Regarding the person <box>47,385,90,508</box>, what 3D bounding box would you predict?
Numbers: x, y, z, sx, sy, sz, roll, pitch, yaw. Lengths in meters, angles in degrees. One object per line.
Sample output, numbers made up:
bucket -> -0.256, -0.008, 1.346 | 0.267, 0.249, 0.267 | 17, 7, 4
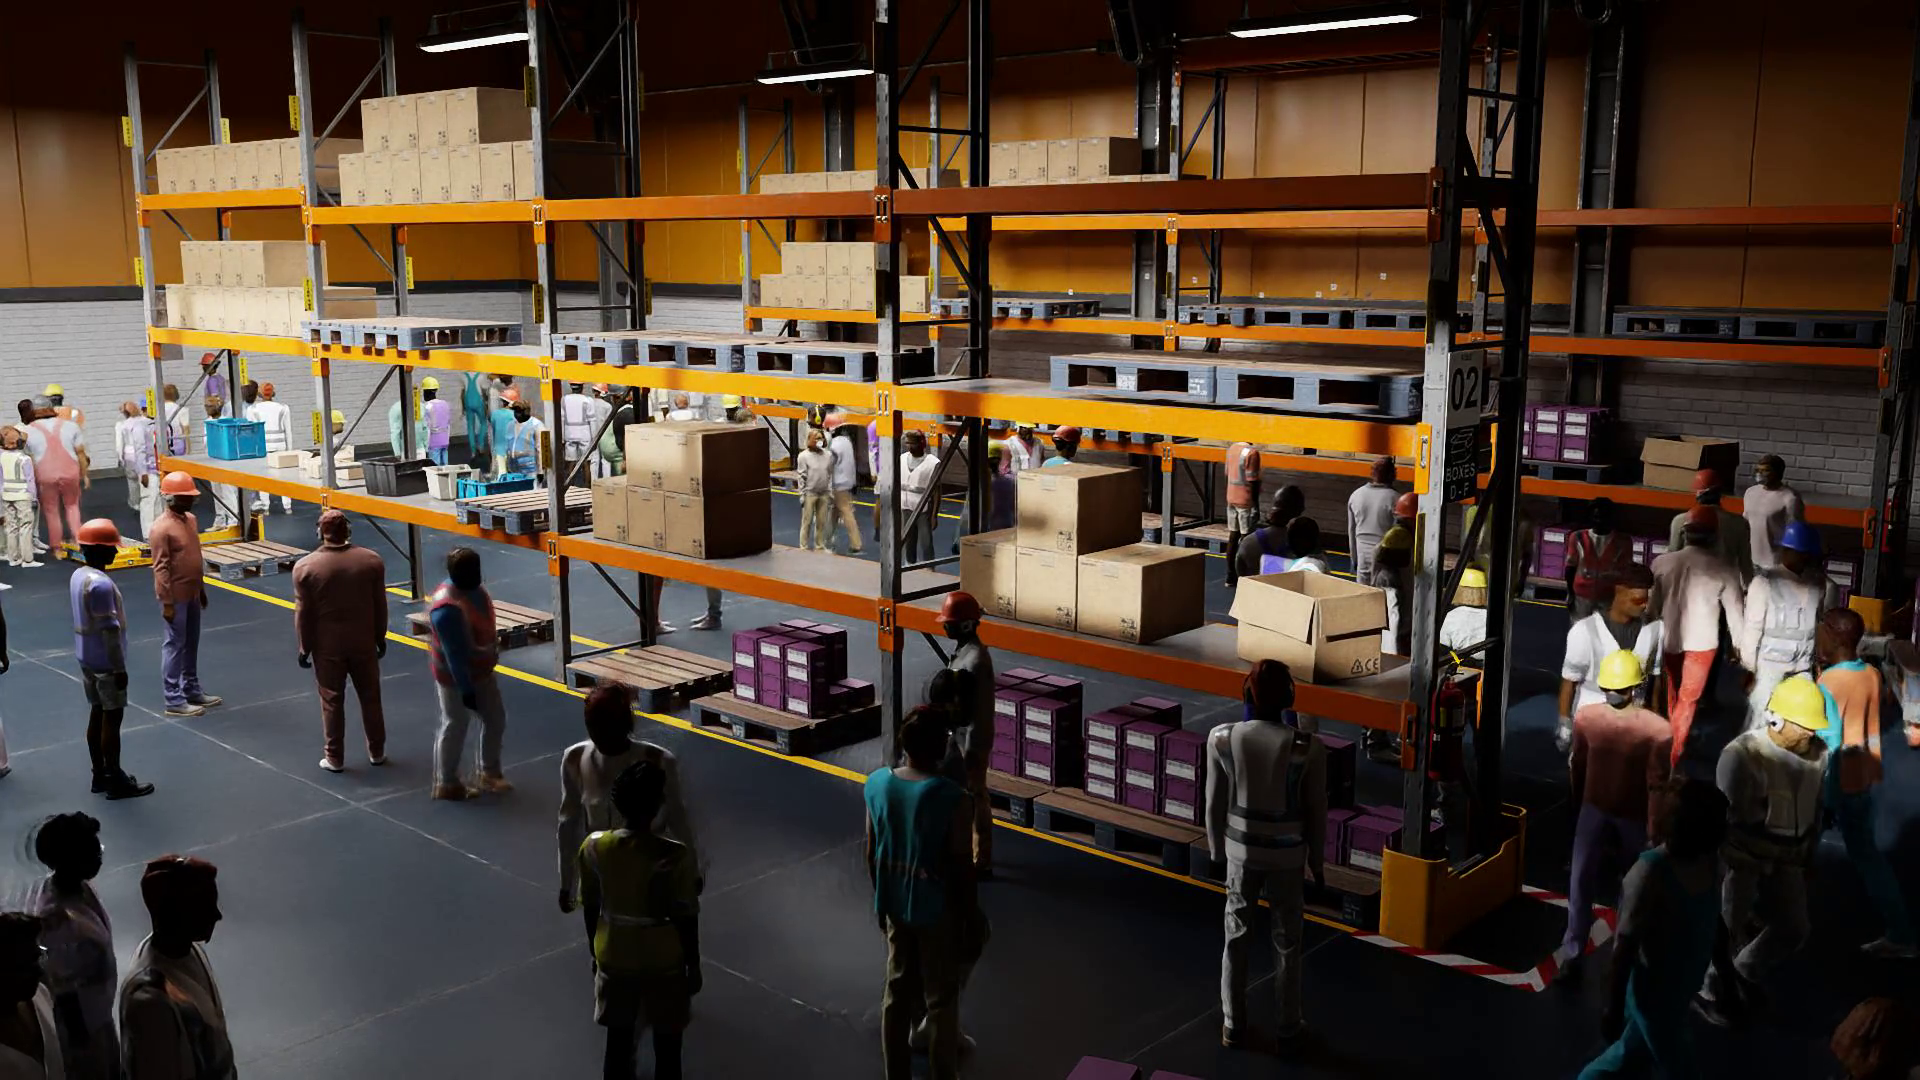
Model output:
person -> -12.387, -1.204, 22.972 | 0.607, 1.866, 0.991 | -7, 12, -35

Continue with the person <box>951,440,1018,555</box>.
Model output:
person -> 0.249, -0.013, 16.146 | 0.619, 1.905, 0.631 | -9, 13, -42

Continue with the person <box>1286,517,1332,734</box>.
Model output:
person -> 2.481, 0.740, 12.076 | 0.430, 1.840, 0.626 | 3, 10, 14

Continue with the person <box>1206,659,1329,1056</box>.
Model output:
person -> 1.432, 1.477, 7.784 | 0.575, 1.885, 0.355 | 4, 11, 22

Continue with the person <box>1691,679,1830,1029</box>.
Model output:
person -> 3.836, 1.501, 7.938 | 0.629, 1.789, 0.563 | -2, 10, -13

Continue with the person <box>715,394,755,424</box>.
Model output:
person -> -2.900, -0.941, 21.359 | 0.583, 1.921, 0.394 | 0, 10, 0

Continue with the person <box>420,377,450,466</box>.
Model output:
person -> -7.472, -1.352, 23.655 | 0.378, 1.928, 0.585 | 4, 11, 19

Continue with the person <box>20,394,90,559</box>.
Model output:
person -> -10.968, -0.780, 20.100 | 0.735, 2.000, 0.547 | -8, 13, -39

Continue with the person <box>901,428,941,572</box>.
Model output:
person -> -0.447, -0.294, 17.915 | 0.563, 1.842, 0.390 | 7, 12, 34

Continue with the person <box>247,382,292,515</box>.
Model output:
person -> -9.712, -1.285, 23.443 | 0.571, 1.876, 0.346 | -5, 11, -25

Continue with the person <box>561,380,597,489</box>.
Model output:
person -> -5.618, -1.506, 24.500 | 0.552, 1.934, 0.363 | 1, 10, 3

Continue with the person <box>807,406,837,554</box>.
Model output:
person -> -1.718, -0.714, 20.285 | 0.385, 1.855, 0.519 | -3, 11, -18

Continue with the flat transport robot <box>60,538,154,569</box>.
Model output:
flat transport robot -> -10.226, 0.134, 19.932 | 1.431, 0.197, 0.652 | 9, 14, 42

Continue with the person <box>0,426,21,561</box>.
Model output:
person -> -11.459, -0.563, 20.065 | 0.305, 1.622, 0.501 | -1, 10, -6

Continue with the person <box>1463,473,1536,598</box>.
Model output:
person -> 4.618, 0.315, 14.364 | 0.613, 1.872, 0.740 | 2, 10, 11

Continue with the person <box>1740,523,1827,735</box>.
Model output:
person -> 5.608, 0.840, 11.268 | 0.668, 1.932, 0.482 | -3, 10, -16

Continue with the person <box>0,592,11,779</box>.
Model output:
person -> -7.009, 0.807, 11.677 | 0.569, 1.843, 0.374 | -6, 12, -32

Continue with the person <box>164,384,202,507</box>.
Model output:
person -> -11.211, -1.327, 23.820 | 0.515, 1.812, 0.825 | -1, 10, -6

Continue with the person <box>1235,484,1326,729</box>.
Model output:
person -> 2.419, 0.582, 12.401 | 0.683, 2.000, 0.535 | 6, 12, 32

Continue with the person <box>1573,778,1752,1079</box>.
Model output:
person -> 2.697, 1.757, 6.474 | 0.527, 1.808, 0.985 | -9, 13, -41

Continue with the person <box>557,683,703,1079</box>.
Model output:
person -> -1.535, 1.523, 7.735 | 0.614, 1.826, 1.009 | 3, 10, 16

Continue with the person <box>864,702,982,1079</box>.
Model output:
person -> -0.164, 1.607, 7.153 | 0.565, 1.846, 0.390 | 7, 12, 35

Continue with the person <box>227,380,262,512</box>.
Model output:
person -> -10.232, -1.323, 23.657 | 0.365, 1.888, 0.747 | 3, 10, 16

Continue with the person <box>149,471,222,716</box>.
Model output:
person -> -6.266, 0.429, 13.426 | 0.407, 1.987, 0.615 | 0, 10, 1

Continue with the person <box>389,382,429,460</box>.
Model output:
person -> -7.611, -1.244, 23.049 | 0.378, 1.931, 0.629 | 5, 11, 26

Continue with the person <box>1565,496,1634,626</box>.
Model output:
person -> 5.368, 0.468, 14.017 | 0.535, 1.696, 0.320 | 5, 11, 24

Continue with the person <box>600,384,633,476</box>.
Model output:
person -> -4.486, -1.122, 22.033 | 0.536, 2.000, 0.678 | -2, 10, -11

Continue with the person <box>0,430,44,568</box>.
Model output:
person -> -11.048, -0.474, 19.536 | 0.525, 1.632, 0.314 | 4, 11, 22

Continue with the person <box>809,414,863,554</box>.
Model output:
person -> -1.547, -0.686, 20.484 | 0.863, 1.713, 0.577 | 3, 11, 18

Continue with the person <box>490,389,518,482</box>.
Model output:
person -> -6.436, -1.283, 23.795 | 0.575, 1.740, 0.349 | 6, 12, 30

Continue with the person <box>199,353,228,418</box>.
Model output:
person -> -12.178, -2.035, 27.185 | 0.380, 2.045, 0.605 | -2, 10, -12

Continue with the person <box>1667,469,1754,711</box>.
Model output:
person -> 6.148, 0.399, 13.642 | 0.696, 1.970, 0.563 | 4, 11, 22

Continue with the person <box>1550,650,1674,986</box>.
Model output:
person -> 3.308, 1.427, 8.454 | 0.530, 1.745, 0.719 | 8, 13, 37

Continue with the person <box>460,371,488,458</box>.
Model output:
person -> -8.688, -2.388, 29.803 | 0.533, 1.823, 0.542 | 0, 10, -2

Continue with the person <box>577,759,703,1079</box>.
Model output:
person -> -1.302, 1.733, 6.863 | 0.541, 1.695, 0.315 | 3, 11, 17
